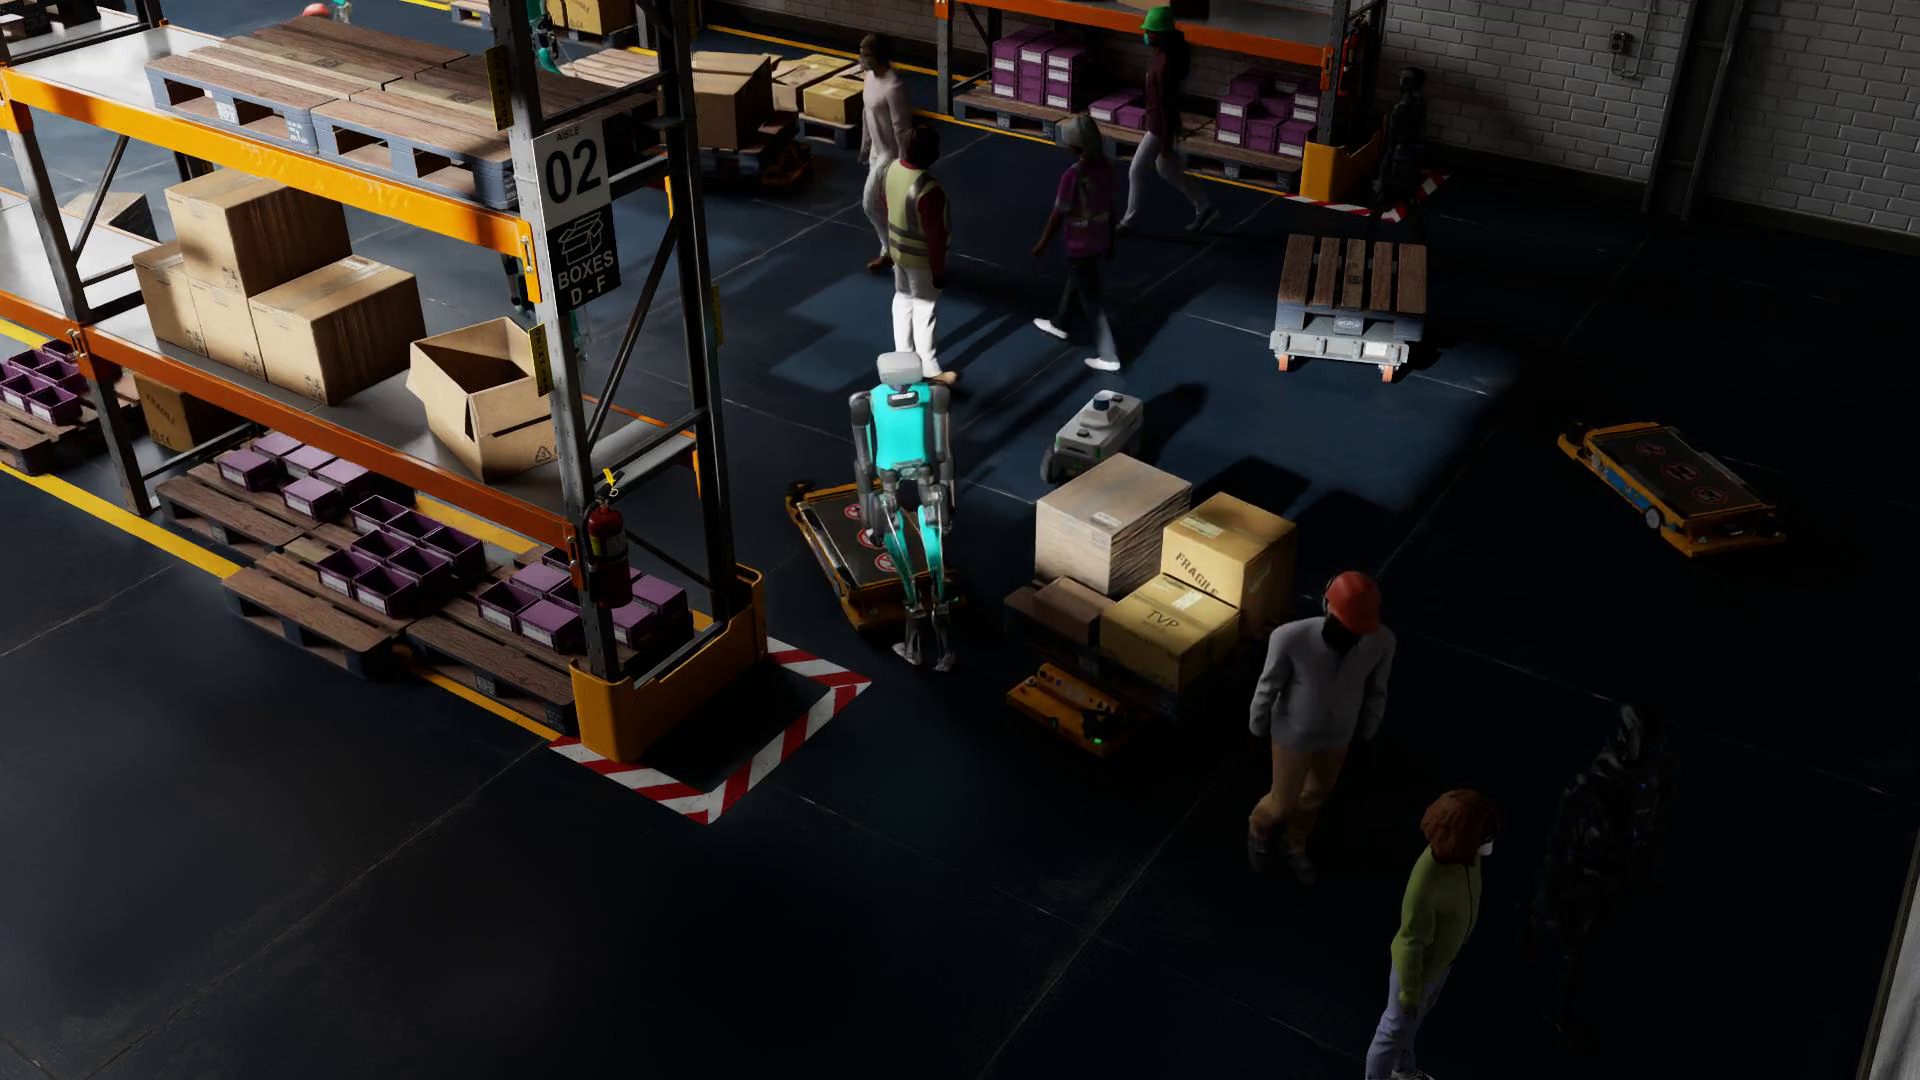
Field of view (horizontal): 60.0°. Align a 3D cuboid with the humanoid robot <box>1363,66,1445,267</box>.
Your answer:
[{"bbox_3d":[3.514,-2.916,13.119,0.821,1.630,0.586,22,39,30],"label":"humanoid robot"}]

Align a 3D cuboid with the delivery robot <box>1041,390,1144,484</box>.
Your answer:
[{"bbox_3d":[0.889,-0.658,10.605,0.499,0.576,0.757,17,37,24],"label":"delivery robot"}]

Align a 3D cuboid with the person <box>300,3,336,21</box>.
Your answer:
[{"bbox_3d":[-5.433,-3.718,14.242,0.650,1.726,0.562,-1,33,-1],"label":"person"}]

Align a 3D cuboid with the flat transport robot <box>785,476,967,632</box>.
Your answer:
[{"bbox_3d":[-0.521,0.030,9.828,0.659,0.231,1.431,-12,35,-18],"label":"flat transport robot"}]

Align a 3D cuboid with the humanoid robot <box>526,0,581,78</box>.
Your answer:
[{"bbox_3d":[-3.779,-4.411,15.355,0.692,1.844,0.539,18,37,25],"label":"humanoid robot"}]

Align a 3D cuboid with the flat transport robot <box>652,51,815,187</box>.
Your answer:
[{"bbox_3d":[-2.112,-3.479,15.221,1.431,0.231,0.659,7,34,10],"label":"flat transport robot"}]

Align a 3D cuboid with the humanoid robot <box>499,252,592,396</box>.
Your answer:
[{"bbox_3d":[-2.595,-1.561,10.965,0.530,1.770,0.995,-23,39,-31],"label":"humanoid robot"}]

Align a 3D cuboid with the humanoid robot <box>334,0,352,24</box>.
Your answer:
[{"bbox_3d":[-6.922,-6.155,17.997,0.599,1.783,0.810,28,42,36],"label":"humanoid robot"}]

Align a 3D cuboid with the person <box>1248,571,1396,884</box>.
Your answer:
[{"bbox_3d":[1.566,0.837,7.242,0.575,1.727,0.406,-6,34,-9],"label":"person"}]

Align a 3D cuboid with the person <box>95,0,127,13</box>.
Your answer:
[{"bbox_3d":[-8.963,-5.709,17.296,0.745,1.744,0.489,-12,35,-18],"label":"person"}]

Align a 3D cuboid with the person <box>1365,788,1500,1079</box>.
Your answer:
[{"bbox_3d":[1.759,1.568,6.208,0.278,1.633,0.498,23,39,31],"label":"person"}]

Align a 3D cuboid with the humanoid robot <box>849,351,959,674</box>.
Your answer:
[{"bbox_3d":[-0.226,-0.055,8.584,0.533,1.749,0.756,-9,34,-14],"label":"humanoid robot"}]

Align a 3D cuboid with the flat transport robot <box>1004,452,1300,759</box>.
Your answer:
[{"bbox_3d":[0.960,0.629,8.907,0.659,0.231,1.431,27,42,35],"label":"flat transport robot"}]

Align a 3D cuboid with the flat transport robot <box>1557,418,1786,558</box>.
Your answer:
[{"bbox_3d":[4.445,-0.370,10.442,0.659,0.231,1.431,-9,34,-13],"label":"flat transport robot"}]

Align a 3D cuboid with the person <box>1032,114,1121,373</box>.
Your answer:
[{"bbox_3d":[0.854,-2.100,11.695,0.930,1.797,0.497,24,40,32],"label":"person"}]

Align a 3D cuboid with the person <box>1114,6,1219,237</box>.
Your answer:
[{"bbox_3d":[1.693,-3.381,13.569,0.928,1.915,0.490,4,33,6],"label":"person"}]

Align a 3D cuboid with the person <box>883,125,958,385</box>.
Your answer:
[{"bbox_3d":[-0.269,-1.946,11.422,0.431,1.843,0.622,-19,38,-26],"label":"person"}]

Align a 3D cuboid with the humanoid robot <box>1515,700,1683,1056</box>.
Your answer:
[{"bbox_3d":[2.494,1.263,6.661,0.588,1.633,0.649,-11,35,-17],"label":"humanoid robot"}]

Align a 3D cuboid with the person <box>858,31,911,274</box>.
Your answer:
[{"bbox_3d":[-0.635,-2.989,12.955,0.551,1.918,0.653,-13,35,-18],"label":"person"}]
